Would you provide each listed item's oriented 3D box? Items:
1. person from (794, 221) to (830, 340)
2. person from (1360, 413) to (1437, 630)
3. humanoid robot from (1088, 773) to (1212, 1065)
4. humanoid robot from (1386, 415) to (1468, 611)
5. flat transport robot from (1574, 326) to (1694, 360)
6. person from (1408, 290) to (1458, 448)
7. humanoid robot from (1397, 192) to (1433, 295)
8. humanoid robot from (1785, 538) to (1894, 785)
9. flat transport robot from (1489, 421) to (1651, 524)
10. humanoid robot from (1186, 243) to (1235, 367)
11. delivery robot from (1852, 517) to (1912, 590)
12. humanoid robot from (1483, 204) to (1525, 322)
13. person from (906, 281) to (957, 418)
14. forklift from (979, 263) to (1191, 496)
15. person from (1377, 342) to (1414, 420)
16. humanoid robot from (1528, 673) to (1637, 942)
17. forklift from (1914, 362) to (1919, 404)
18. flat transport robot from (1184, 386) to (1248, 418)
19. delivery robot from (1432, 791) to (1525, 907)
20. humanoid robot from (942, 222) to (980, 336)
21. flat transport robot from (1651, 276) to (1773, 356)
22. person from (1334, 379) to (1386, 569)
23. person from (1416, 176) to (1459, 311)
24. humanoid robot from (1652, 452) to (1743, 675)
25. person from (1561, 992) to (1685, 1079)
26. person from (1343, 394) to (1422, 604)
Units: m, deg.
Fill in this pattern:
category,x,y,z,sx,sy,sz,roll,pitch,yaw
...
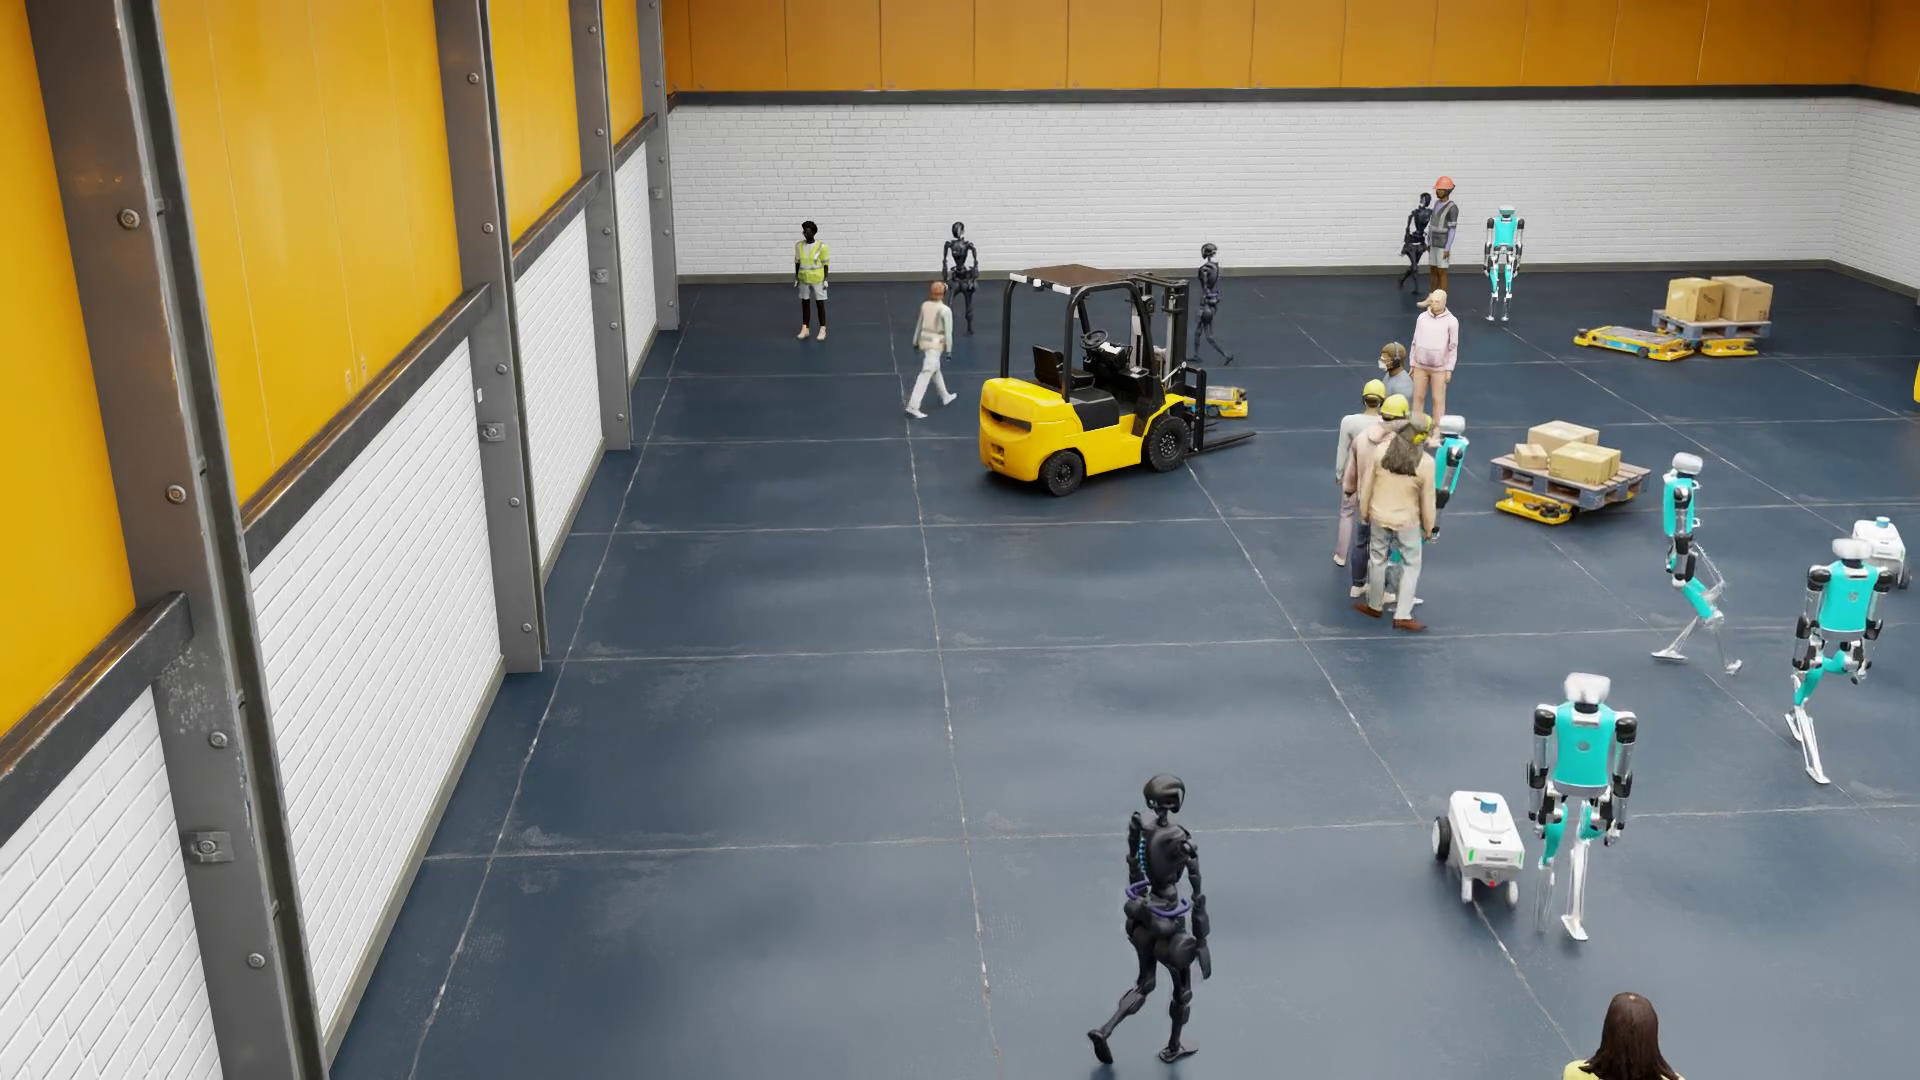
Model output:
category,x,y,z,sx,sy,sz,roll,pitch,yaw
person,-2.105,-3.677,23.571,0.540,1.695,0.316,7,21,19
person,3.647,-0.158,13.777,0.703,1.849,0.419,12,23,29
humanoid robot,0.979,1.932,8.335,0.564,1.634,0.586,-14,24,-33
humanoid robot,3.826,-0.184,14.039,0.744,1.808,0.548,4,20,10
flat transport robot,9.362,-2.744,23.102,0.659,0.231,1.431,-16,26,-37
person,5.310,-1.938,18.709,0.519,1.783,0.402,13,24,31
humanoid robot,7.291,-4.774,26.697,0.592,1.644,0.785,-9,22,-22
humanoid robot,5.962,0.736,11.564,0.534,1.773,1.031,2,20,4
flat transport robot,6.147,-0.452,16.858,1.431,0.231,0.659,-15,25,-35
humanoid robot,3.361,-3.134,22.204,0.737,1.654,0.609,7,21,19
delivery robot,8.249,0.097,14.953,0.499,0.597,0.790,7,21,19
humanoid robot,7.888,-3.993,24.177,0.533,1.681,0.735,5,21,13
person,-0.335,-2.306,19.995,0.908,1.577,0.562,-16,25,-36
forklift,1.315,-1.764,17.646,2.313,2.155,1.214,-14,24,-33
person,4.080,-0.931,15.760,0.362,1.932,0.628,2,20,4
humanoid robot,3.477,1.537,9.445,0.550,1.866,0.755,7,21,17
forklift,12.602,-2.435,19.475,2.313,2.155,1.214,-1,20,-4
flat transport robot,2.773,-1.694,20.243,1.431,0.231,0.659,3,20,9
delivery robot,3.208,1.846,10.172,0.499,0.587,0.769,2,20,6
humanoid robot,-0.006,-3.685,23.651,0.612,1.638,0.676,10,23,26
flat transport robot,10.482,-2.827,23.329,0.659,0.231,1.431,-3,20,-9
person,3.674,-0.593,15.088,0.533,1.755,0.344,3,20,9
person,7.299,-4.510,25.345,0.374,2.044,0.604,-5,21,-13
humanoid robot,5.825,0.238,12.939,0.861,1.855,0.551,5,21,14
person,2.524,2.563,6.481,0.465,1.766,0.374,6,21,15
person,3.605,-0.338,14.250,0.436,1.856,0.811,-16,26,-37
